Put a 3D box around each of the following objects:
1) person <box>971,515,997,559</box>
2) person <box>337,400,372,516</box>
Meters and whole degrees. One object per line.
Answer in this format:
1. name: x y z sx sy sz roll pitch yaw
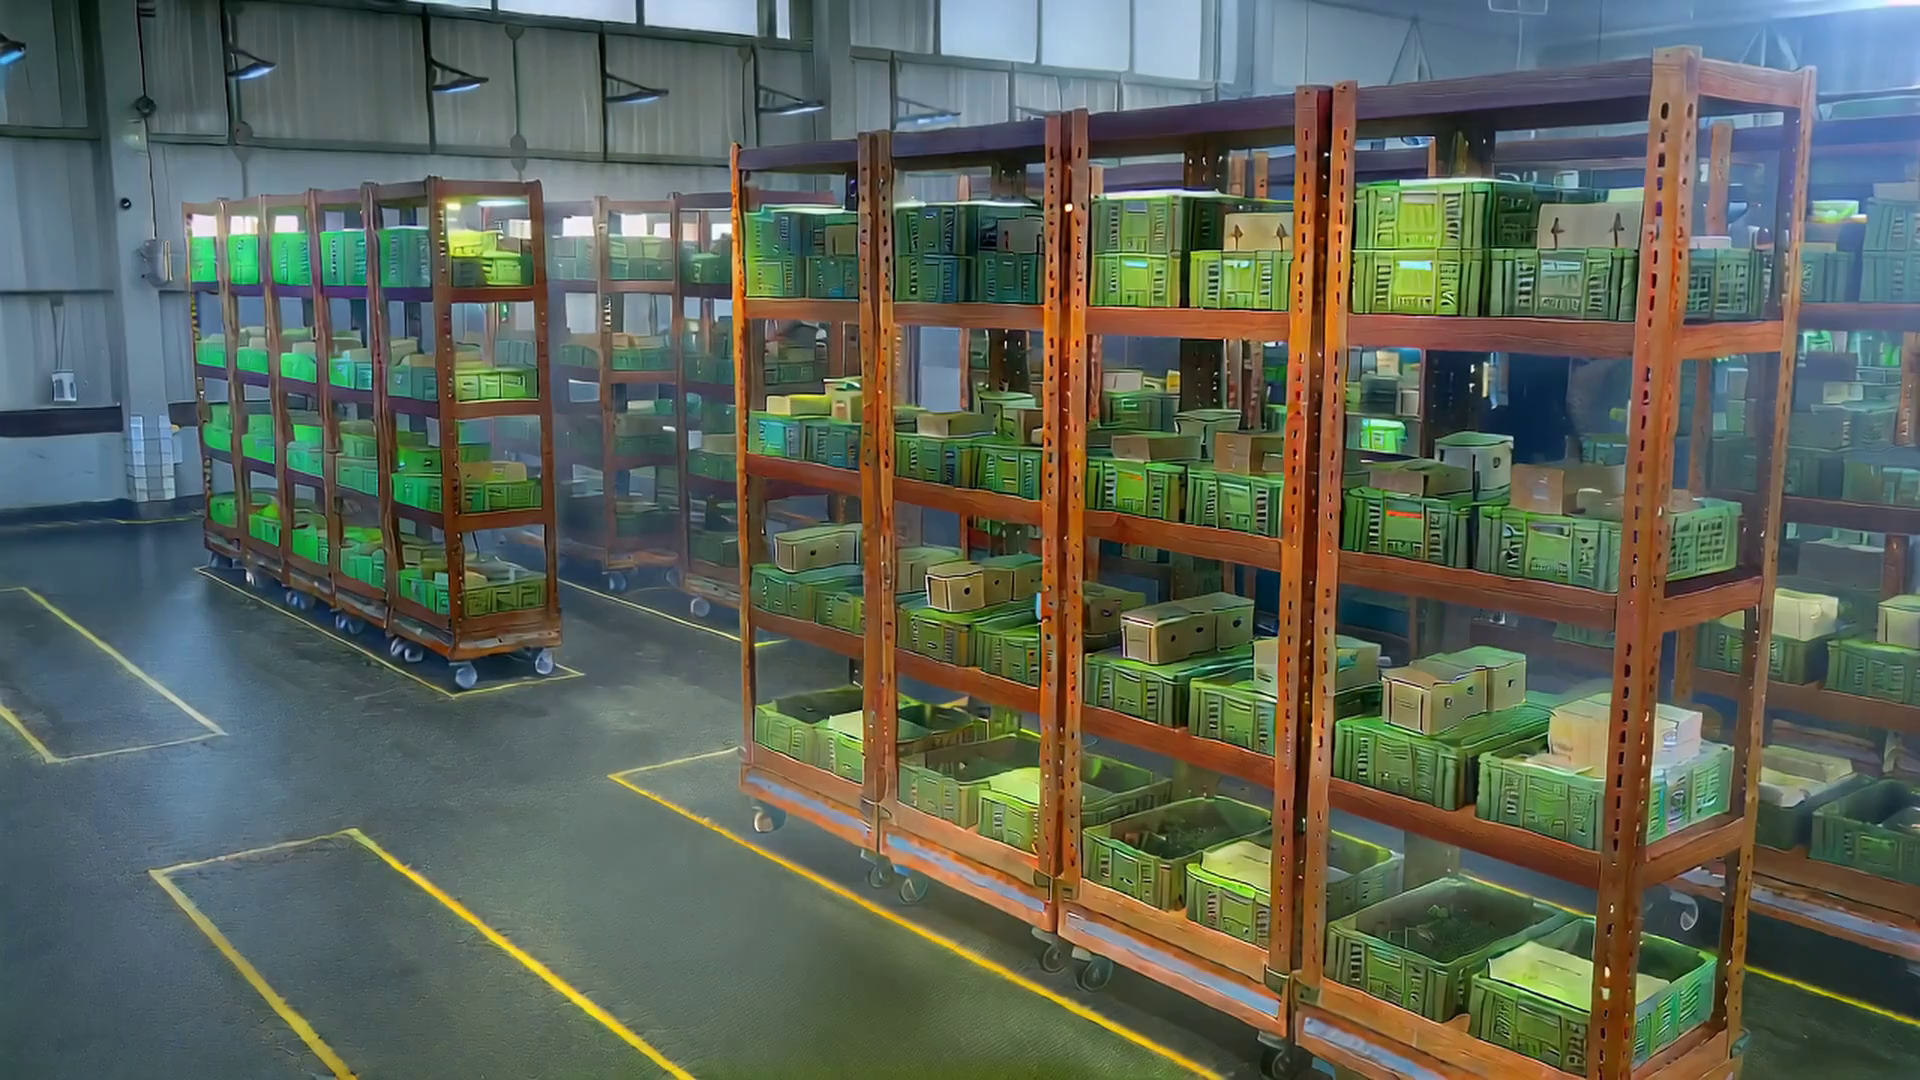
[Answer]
1. person: 0.300 -0.036 12.975 0.586 1.826 0.403 -3 10 -19
2. person: -6.101 -0.696 16.932 0.389 1.837 0.560 -4 10 -24
